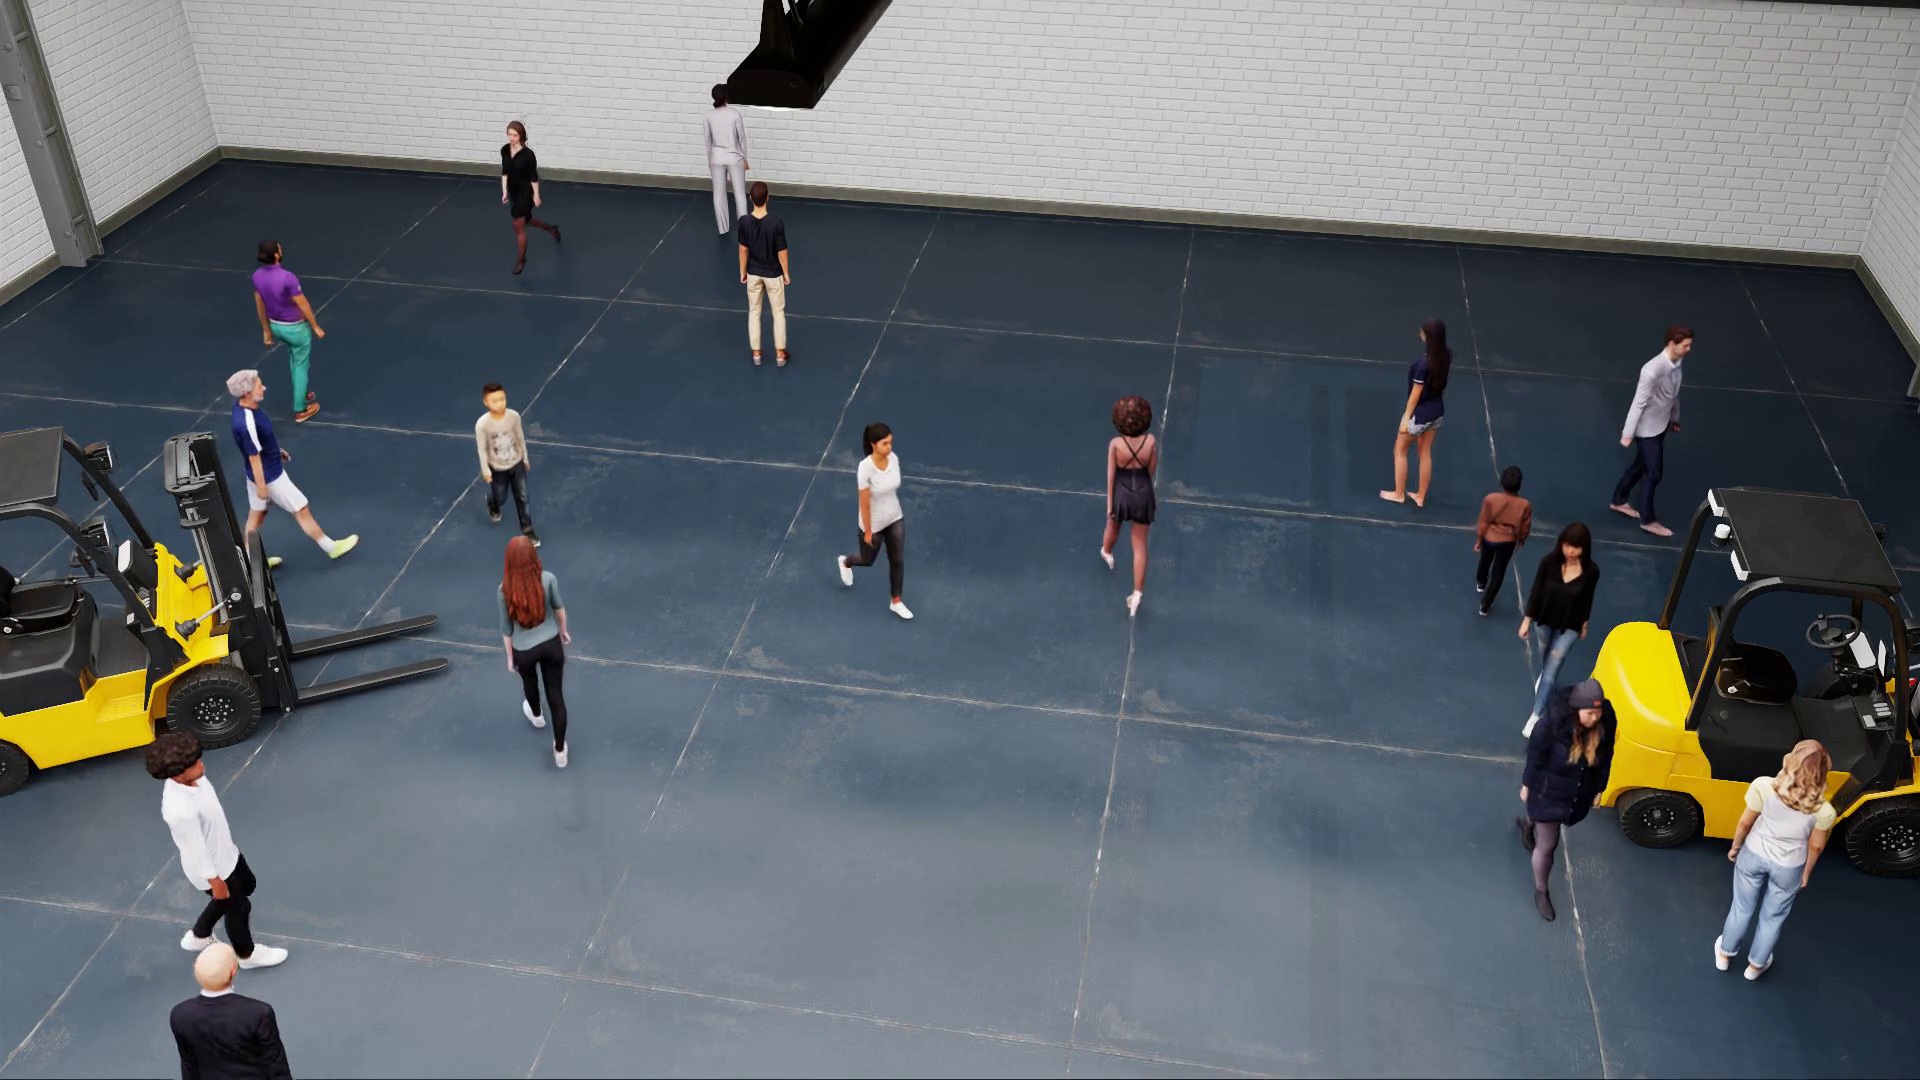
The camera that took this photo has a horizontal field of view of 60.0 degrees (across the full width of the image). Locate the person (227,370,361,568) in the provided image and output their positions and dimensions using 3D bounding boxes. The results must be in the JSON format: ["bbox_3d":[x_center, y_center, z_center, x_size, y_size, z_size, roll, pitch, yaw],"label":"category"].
[{"bbox_3d":[-5.545,-0.505,13.092,1.153,1.789,1.126,-18,38,-25],"label":"person"}]

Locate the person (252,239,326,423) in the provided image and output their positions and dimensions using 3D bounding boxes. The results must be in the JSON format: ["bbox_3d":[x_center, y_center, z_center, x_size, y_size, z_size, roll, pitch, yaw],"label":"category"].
[{"bbox_3d":[-6.176,-1.879,15.192,0.697,1.752,0.734,13,36,18],"label":"person"}]

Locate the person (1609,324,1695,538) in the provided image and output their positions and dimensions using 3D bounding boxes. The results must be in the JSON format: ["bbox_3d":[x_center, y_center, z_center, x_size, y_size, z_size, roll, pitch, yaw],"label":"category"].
[{"bbox_3d":[5.646,-0.976,13.771,0.979,1.823,1.024,-29,43,-36],"label":"person"}]

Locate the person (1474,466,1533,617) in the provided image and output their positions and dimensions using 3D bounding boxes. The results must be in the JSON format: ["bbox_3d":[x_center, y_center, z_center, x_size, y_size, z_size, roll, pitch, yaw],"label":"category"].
[{"bbox_3d":[4.136,0.028,12.792,0.658,1.234,0.819,17,37,23],"label":"person"}]

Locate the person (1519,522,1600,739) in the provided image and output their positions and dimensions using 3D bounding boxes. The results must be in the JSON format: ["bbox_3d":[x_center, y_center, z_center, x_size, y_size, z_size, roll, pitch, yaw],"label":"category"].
[{"bbox_3d":[4.212,0.530,11.706,0.846,1.600,1.184,19,38,26],"label":"person"}]

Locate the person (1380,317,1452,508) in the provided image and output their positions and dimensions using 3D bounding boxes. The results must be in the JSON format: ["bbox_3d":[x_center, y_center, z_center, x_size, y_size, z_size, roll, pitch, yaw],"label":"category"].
[{"bbox_3d":[3.902,-1.034,13.917,0.754,1.758,0.807,-17,37,-24],"label":"person"}]

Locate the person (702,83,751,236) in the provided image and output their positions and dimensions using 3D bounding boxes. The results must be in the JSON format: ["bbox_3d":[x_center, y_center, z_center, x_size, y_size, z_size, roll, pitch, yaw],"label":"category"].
[{"bbox_3d":[-2.647,-4.321,18.881,0.652,1.736,0.561,3,34,4],"label":"person"}]

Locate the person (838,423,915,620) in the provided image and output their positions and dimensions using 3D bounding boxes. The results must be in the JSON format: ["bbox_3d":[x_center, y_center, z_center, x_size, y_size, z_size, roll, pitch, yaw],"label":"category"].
[{"bbox_3d":[-0.673,-0.174,12.745,0.996,1.622,1.008,-26,42,-34],"label":"person"}]

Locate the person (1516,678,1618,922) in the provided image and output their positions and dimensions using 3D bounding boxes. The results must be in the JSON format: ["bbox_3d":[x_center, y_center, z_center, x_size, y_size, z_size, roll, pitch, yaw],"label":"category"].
[{"bbox_3d":[3.673,1.472,10.249,0.838,1.645,1.143,-3,34,-5],"label":"person"}]

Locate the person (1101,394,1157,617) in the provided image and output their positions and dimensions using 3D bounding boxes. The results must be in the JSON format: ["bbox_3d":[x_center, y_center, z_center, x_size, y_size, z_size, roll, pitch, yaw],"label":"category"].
[{"bbox_3d":[1.321,-0.231,12.719,0.740,1.747,1.127,-2,34,-3],"label":"person"}]

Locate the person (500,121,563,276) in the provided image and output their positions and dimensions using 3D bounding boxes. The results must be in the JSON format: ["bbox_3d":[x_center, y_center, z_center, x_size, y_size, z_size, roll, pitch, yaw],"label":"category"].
[{"bbox_3d":[-4.704,-3.760,18.098,0.851,1.670,1.118,19,38,26],"label":"person"}]

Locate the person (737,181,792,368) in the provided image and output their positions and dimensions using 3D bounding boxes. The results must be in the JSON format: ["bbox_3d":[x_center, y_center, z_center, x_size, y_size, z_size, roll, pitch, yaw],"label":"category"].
[{"bbox_3d":[-1.895,-2.580,16.158,0.644,1.851,0.564,4,34,5],"label":"person"}]

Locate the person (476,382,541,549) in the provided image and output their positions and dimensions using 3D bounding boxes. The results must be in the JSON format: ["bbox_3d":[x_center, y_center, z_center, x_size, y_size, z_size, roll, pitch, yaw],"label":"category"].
[{"bbox_3d":[-3.746,-0.645,13.613,0.885,1.447,0.939,-22,40,-30],"label":"person"}]

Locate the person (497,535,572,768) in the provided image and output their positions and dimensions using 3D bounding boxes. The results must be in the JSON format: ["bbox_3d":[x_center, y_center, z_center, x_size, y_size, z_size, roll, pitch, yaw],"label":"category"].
[{"bbox_3d":[-2.827,0.797,11.202,0.926,1.713,1.055,-14,36,-20],"label":"person"}]

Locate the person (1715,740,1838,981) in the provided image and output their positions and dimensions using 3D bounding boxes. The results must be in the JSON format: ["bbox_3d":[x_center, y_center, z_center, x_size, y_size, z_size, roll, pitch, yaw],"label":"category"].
[{"bbox_3d":[4.691,1.856,9.602,0.698,1.722,0.679,20,39,27],"label":"person"}]

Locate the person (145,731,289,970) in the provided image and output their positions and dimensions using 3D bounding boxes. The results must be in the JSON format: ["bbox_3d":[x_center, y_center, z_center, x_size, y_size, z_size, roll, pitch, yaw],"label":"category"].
[{"bbox_3d":[-4.391,1.826,9.577,0.890,1.798,0.866,-10,35,-14],"label":"person"}]

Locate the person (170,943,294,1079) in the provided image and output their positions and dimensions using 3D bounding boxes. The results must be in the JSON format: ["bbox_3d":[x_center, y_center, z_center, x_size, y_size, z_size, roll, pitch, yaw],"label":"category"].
[{"bbox_3d":[-3.534,2.777,8.180,0.948,1.762,1.292,-3,34,-4],"label":"person"}]
